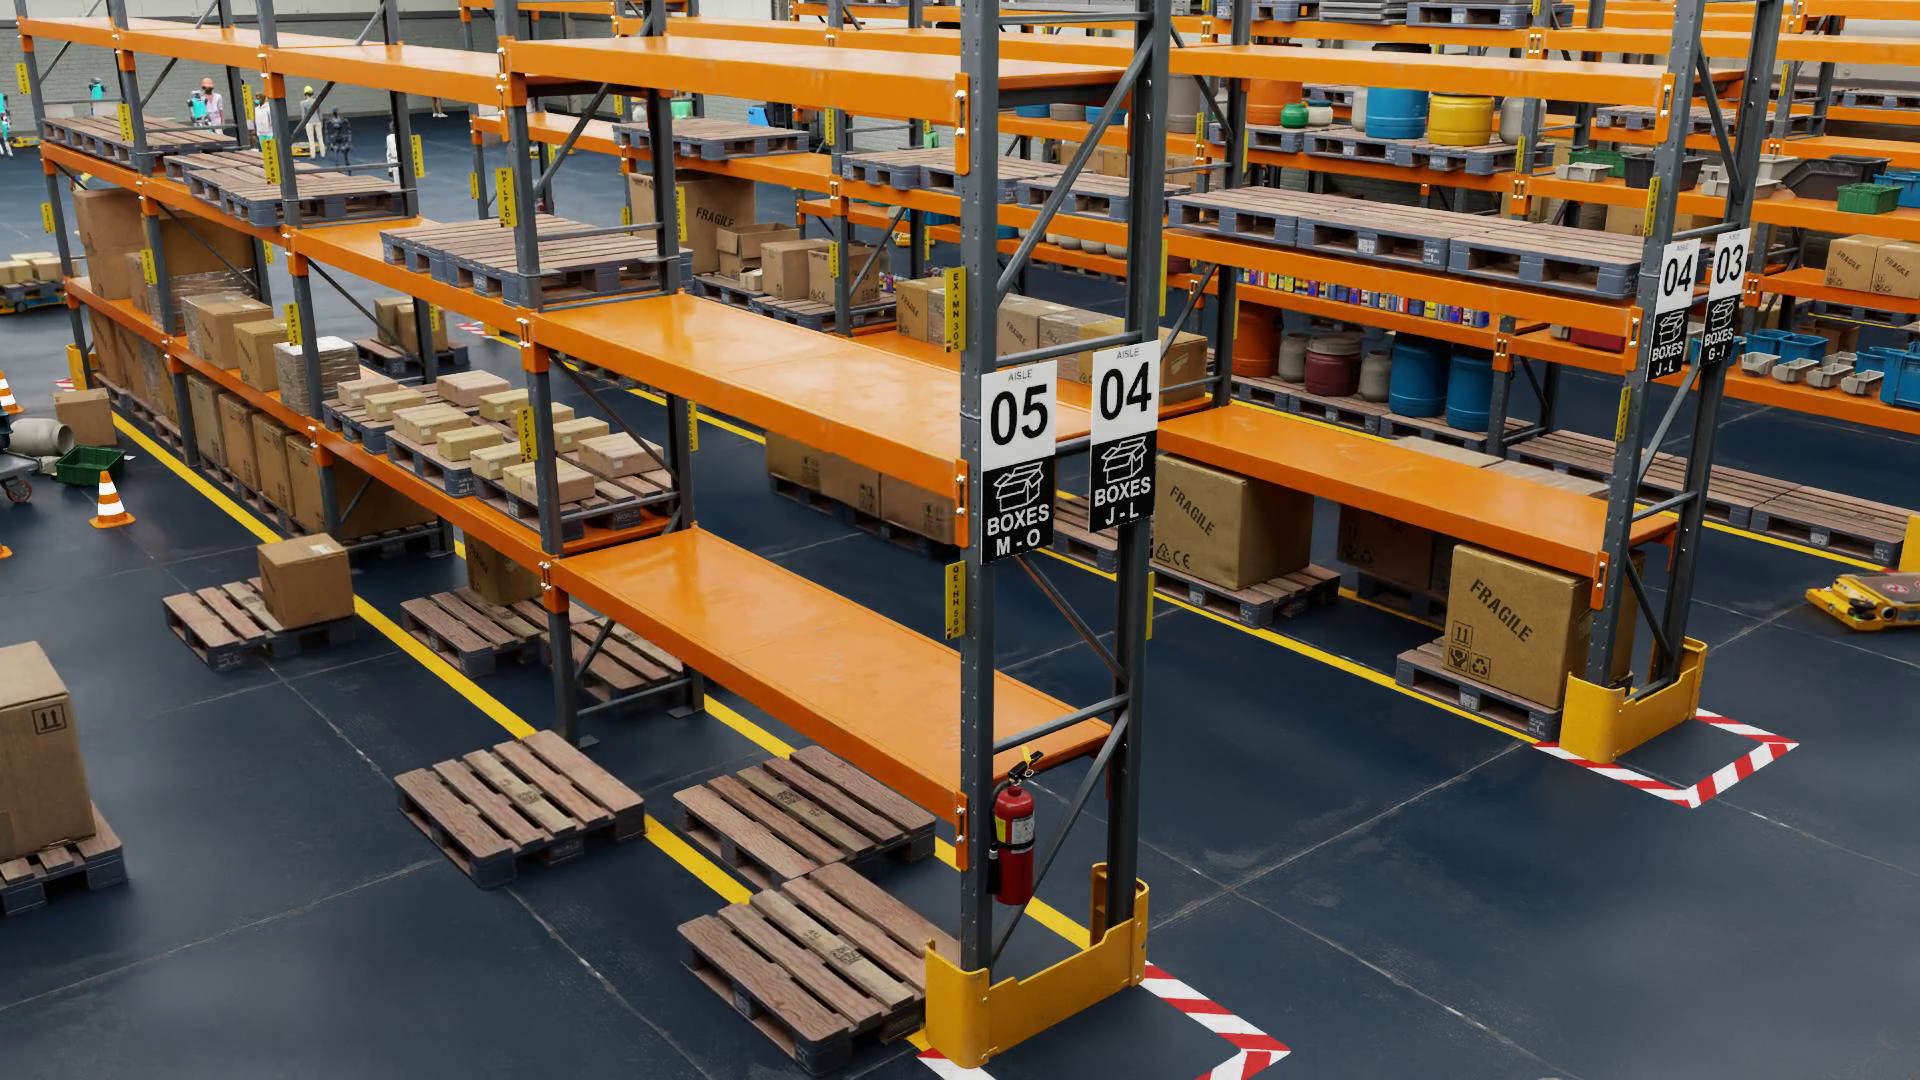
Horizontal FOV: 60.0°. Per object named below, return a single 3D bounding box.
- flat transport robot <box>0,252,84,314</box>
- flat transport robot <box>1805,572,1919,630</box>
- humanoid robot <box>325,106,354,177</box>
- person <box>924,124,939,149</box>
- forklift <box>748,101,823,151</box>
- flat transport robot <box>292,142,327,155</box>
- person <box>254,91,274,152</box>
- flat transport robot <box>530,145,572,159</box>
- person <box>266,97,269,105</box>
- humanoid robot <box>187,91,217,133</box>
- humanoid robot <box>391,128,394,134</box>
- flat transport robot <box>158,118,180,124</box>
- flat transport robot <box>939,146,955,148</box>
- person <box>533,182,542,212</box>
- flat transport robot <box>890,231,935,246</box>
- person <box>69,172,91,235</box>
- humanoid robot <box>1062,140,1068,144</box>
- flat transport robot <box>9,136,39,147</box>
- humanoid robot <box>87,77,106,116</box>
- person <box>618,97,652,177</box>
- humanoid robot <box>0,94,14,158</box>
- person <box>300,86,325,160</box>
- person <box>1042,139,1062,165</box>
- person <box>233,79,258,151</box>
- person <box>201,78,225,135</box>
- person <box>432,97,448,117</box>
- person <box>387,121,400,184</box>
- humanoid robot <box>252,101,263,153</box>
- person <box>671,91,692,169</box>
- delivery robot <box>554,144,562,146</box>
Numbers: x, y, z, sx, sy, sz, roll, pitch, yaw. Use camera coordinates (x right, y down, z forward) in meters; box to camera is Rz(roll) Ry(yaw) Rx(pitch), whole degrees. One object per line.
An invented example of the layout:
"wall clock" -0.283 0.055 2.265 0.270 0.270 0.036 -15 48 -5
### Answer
"flat transport robot" -13.210 -3.443 23.734 0.659 0.231 1.431 16 25 38
"flat transport robot" 7.290 0.460 12.626 1.431 0.231 0.659 -2 19 -5
"humanoid robot" -13.764 -8.810 36.890 0.591 1.639 0.584 -4 20 -11
"person" -0.601 -7.552 33.238 0.477 1.727 0.315 14 24 34
"forklift" -4.526 -11.368 42.374 1.129 2.768 1.873 -15 24 -37
"flat transport robot" -16.597 -9.889 42.081 0.659 0.231 1.431 0 19 -1
"person" -15.561 -9.091 37.331 0.497 1.912 0.349 7 21 20
"flat transport robot" -10.395 -9.658 41.424 0.659 0.231 1.431 11 22 28
"person" -18.539 -11.613 44.836 0.322 1.691 0.530 -8 21 -22
"humanoid robot" -17.704 -9.662 39.160 0.681 1.756 0.536 10 22 27
"humanoid robot" -11.911 -8.325 35.513 0.532 1.638 0.600 -4 20 -11
"flat transport robot" -19.805 -9.605 41.271 1.431 0.231 0.659 -5 20 -14
"flat transport robot" -0.363 -7.385 34.954 0.659 0.231 1.431 -8 21 -21
"person" -6.608 -4.760 24.996 0.629 1.912 0.980 8 21 22
"flat transport robot" -0.869 -5.378 29.240 0.659 0.231 1.431 -3 20 -9
"person" -15.765 -6.411 29.757 0.398 1.886 0.508 -5 20 -13
"humanoid robot" 1.762 -7.585 33.395 0.882 1.824 0.548 -12 23 -30
"flat transport robot" -24.316 -10.564 44.001 1.431 0.231 0.659 -15 24 -36
"humanoid robot" -22.578 -11.114 43.387 0.540 1.822 0.665 8 21 21
"person" -7.268 -9.108 37.487 0.926 1.855 0.571 6 20 16
"humanoid robot" -23.726 -10.296 41.047 0.542 1.769 0.910 -14 24 -35
"person" -15.843 -10.194 40.690 0.526 1.768 0.312 -17 26 -40
"person" 1.741 -6.893 31.296 0.399 1.764 0.544 -10 22 -27
"person" -18.067 -10.728 42.098 0.800 1.841 0.416 11 22 28
"person" -17.754 -9.920 39.493 0.605 2.047 0.366 -16 25 -39
"person" -16.271 -14.085 51.602 0.502 1.875 0.399 14 23 34
"person" -10.548 -7.008 31.442 0.572 1.886 0.357 3 20 10
"humanoid robot" -16.151 -9.321 38.345 0.442 1.644 0.610 1 19 3
"person" -6.477 -9.670 38.954 0.534 1.940 0.876 -4 20 -11
"delivery robot" -10.384 -10.218 42.572 0.499 0.585 0.765 -12 23 -31
